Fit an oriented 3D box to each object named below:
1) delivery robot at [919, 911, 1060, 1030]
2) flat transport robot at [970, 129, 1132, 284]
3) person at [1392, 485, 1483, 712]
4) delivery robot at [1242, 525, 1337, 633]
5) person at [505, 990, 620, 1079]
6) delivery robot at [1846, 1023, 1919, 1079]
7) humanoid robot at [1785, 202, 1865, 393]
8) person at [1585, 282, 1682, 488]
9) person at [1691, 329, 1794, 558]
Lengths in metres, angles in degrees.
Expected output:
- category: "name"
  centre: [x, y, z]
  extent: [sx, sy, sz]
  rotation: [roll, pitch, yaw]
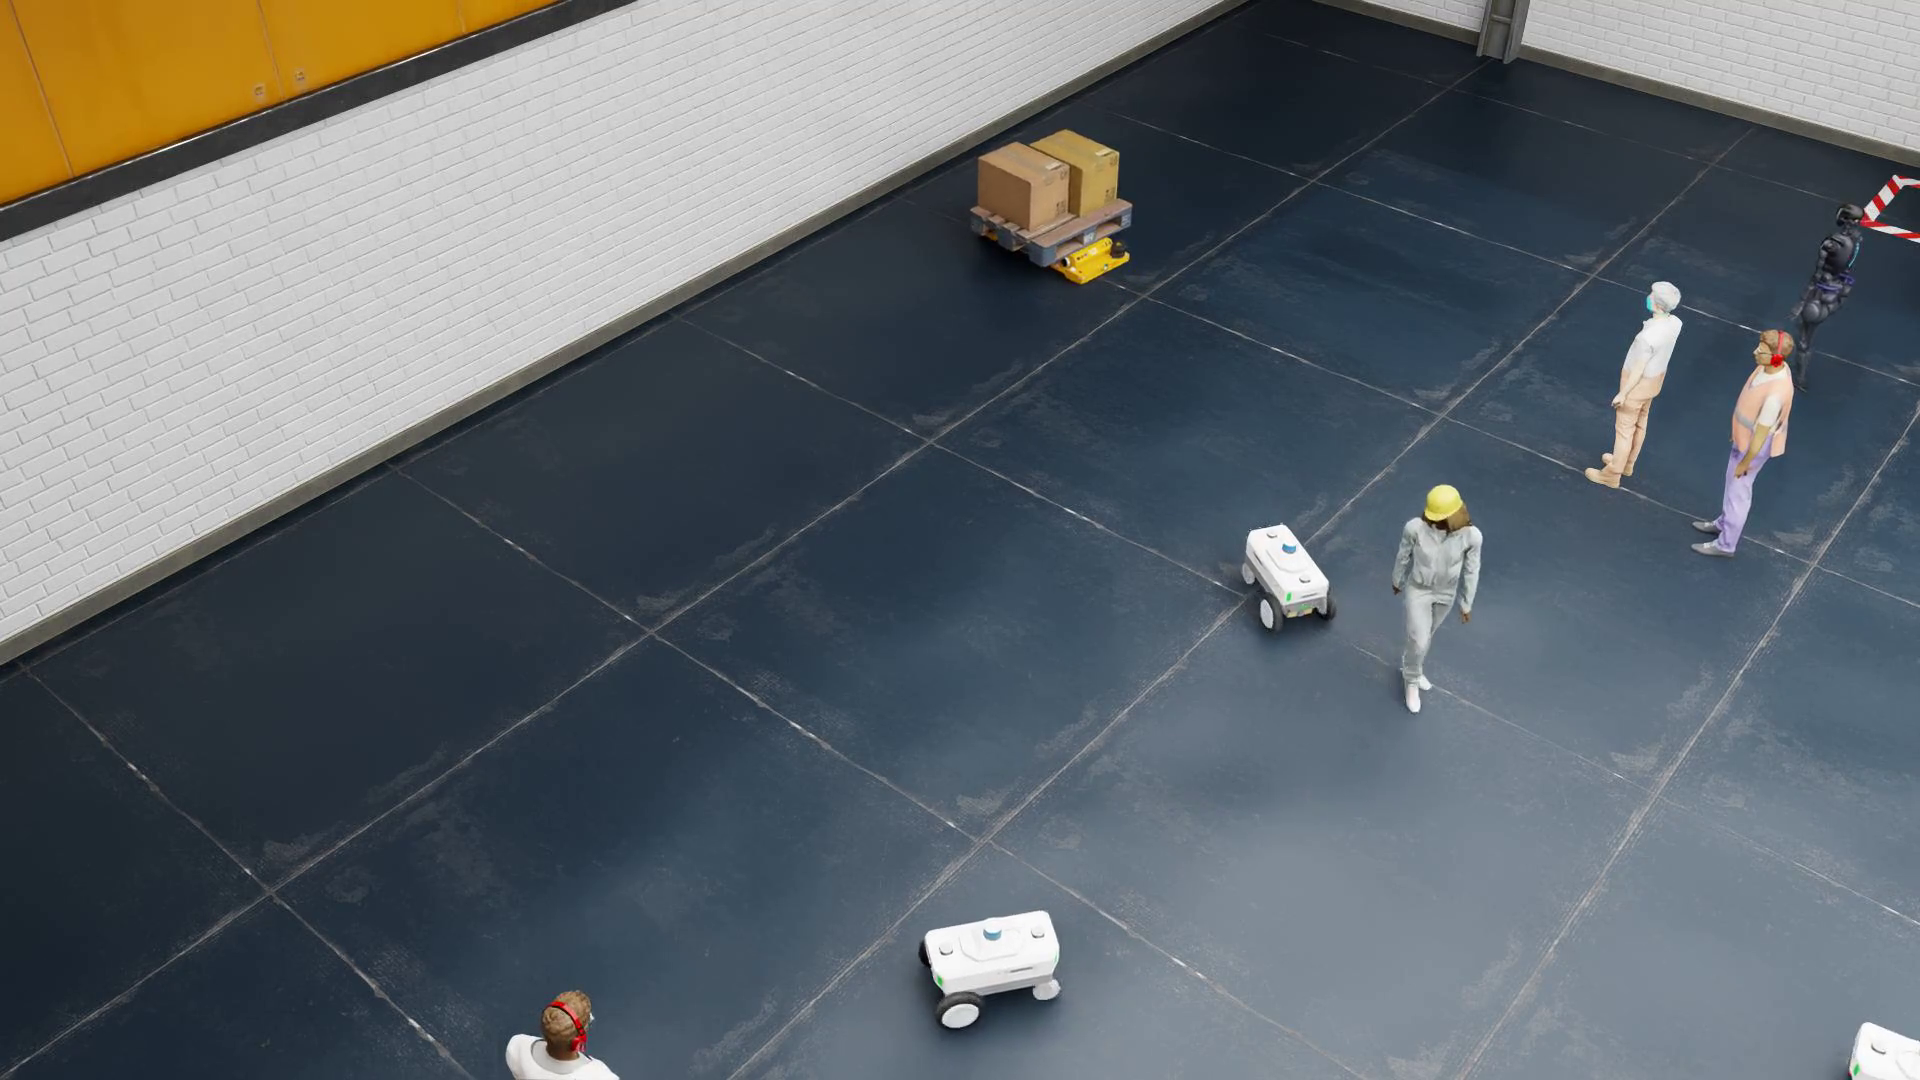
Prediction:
- category: "delivery robot"
  centre: [0.143, 2.327, 9.185]
  extent: [0.790, 0.614, 0.499]
  rotation: [-8, 40, -10]
- category: "flat transport robot"
  centre: [0.868, -2.878, 15.858]
  extent: [0.659, 0.231, 1.431]
  rotation: [-31, 48, -32]
- category: "person"
  centre: [3.045, 0.369, 10.675]
  extent: [0.465, 1.714, 0.567]
  rotation: [-4, 39, -5]
- category: "delivery robot"
  centre: [2.307, 0.262, 11.749]
  extent: [0.499, 0.614, 0.815]
  rotation: [-11, 40, -13]
- category: "person"
  centre: [-1.744, 2.733, 7.652]
  extent: [0.568, 1.831, 0.414]
  rotation: [15, 41, 17]
- category: "delivery robot"
  centre: [4.985, 2.825, 8.557]
  extent: [0.773, 0.601, 0.527]
  rotation: [21, 43, 24]
- category: "humanoid robot"
  centre: [7.077, -1.994, 13.645]
  extent: [0.609, 1.647, 0.387]
  rotation: [-23, 44, -26]
- category: "person"
  centre: [5.132, -1.183, 12.575]
  extent: [0.473, 1.749, 0.320]
  rotation: [-31, 48, -32]
- category: "person"
  centre: [5.662, -0.683, 11.889]
  extent: [0.394, 1.836, 0.558]
  rotation: [10, 40, 12]
